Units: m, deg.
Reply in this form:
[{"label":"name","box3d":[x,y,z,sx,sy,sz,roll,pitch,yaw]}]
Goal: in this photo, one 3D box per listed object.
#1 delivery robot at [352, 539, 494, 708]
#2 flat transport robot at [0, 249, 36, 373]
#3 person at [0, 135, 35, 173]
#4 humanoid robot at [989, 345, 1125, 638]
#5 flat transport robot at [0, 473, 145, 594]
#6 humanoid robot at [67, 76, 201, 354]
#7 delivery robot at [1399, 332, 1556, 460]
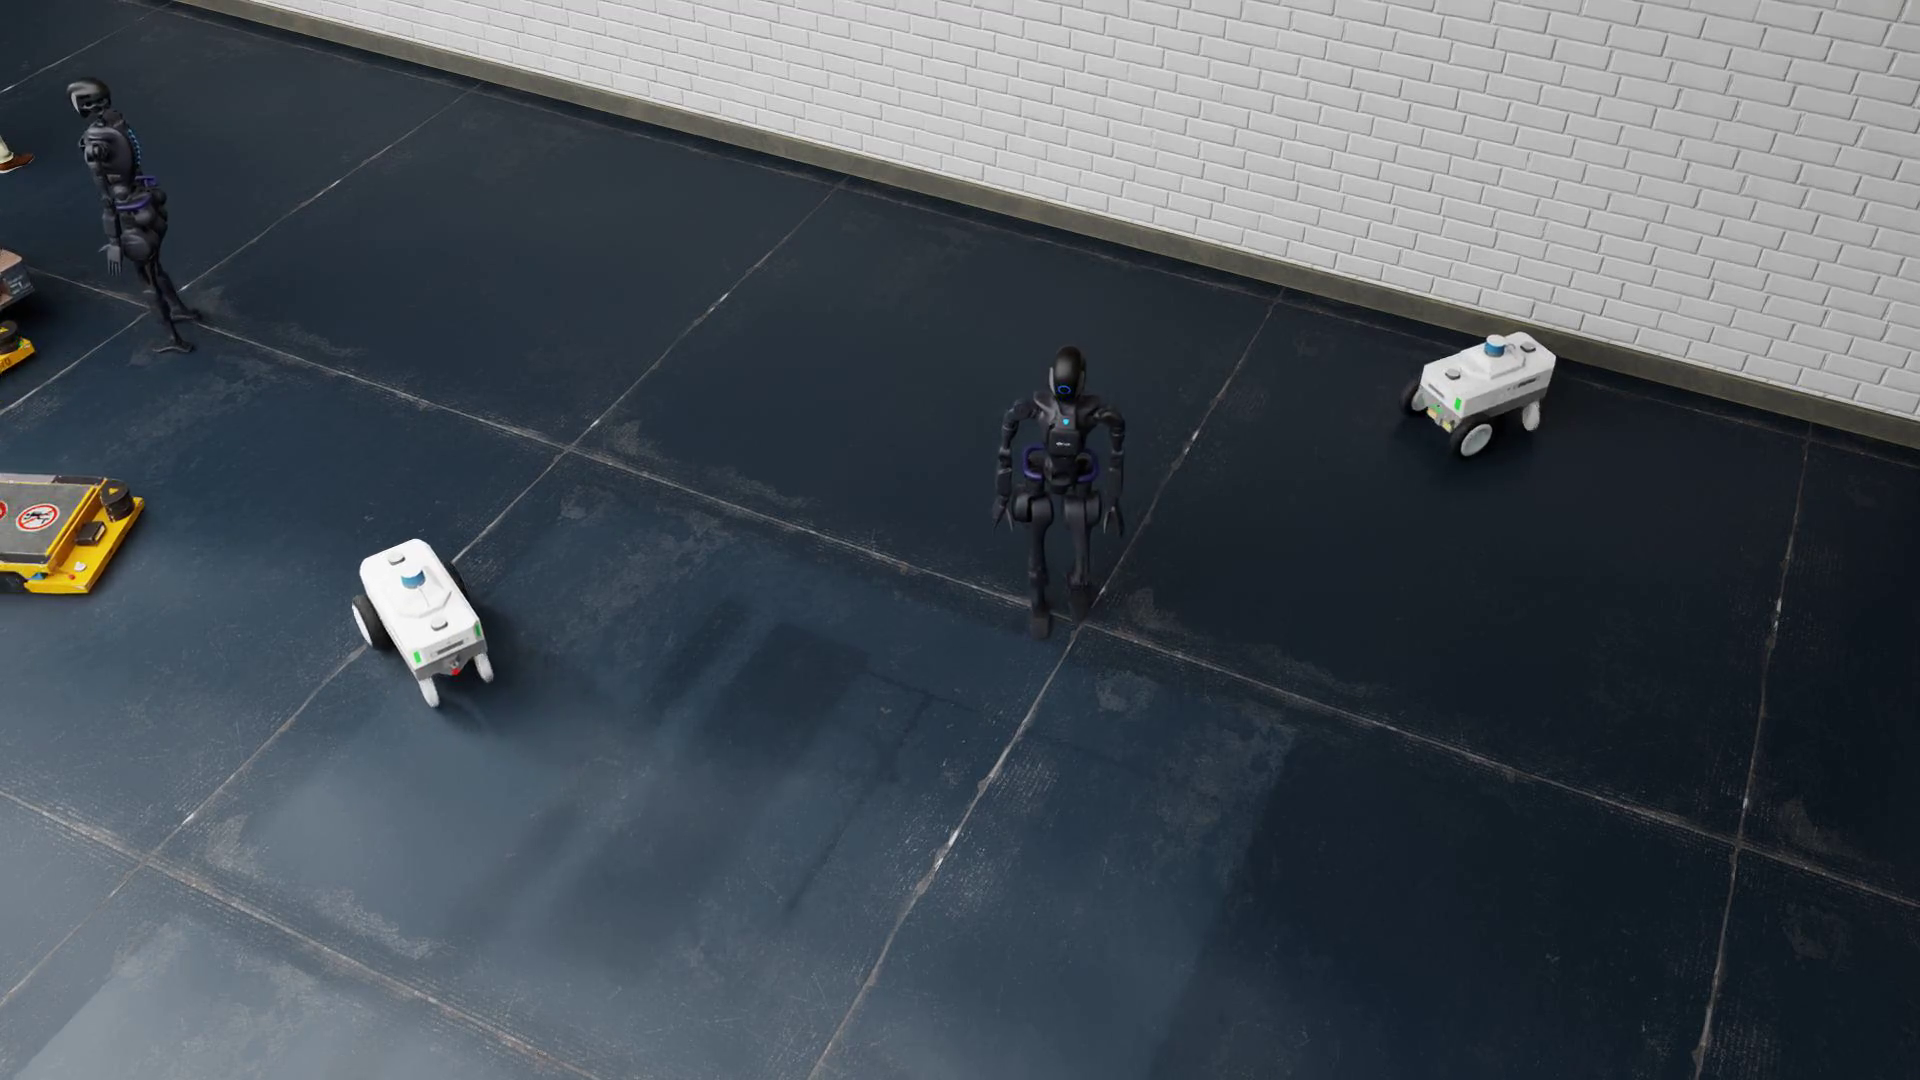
[{"label":"delivery robot","box3d":[-2.486,0.335,7.691,0.499,0.605,0.781,-25,49,-25]},{"label":"flat transport robot","box3d":[-6.071,-1.193,9.543,1.431,0.231,0.659,22,47,22]},{"label":"person","box3d":[-6.458,-3.116,10.612,0.496,1.632,0.291,12,44,13]},{"label":"humanoid robot","box3d":[0.440,-0.195,7.427,0.616,1.645,0.340,1,43,1]},{"label":"flat transport robot","box3d":[-4.922,-0.044,8.303,1.431,0.231,0.659,3,43,3]},{"label":"humanoid robot","box3d":[-4.530,-1.755,9.113,0.330,1.652,0.588,-5,43,-5]},{"label":"delivery robot","box3d":[2.794,-0.807,8.929,0.785,0.613,0.525,-20,46,-20]}]
